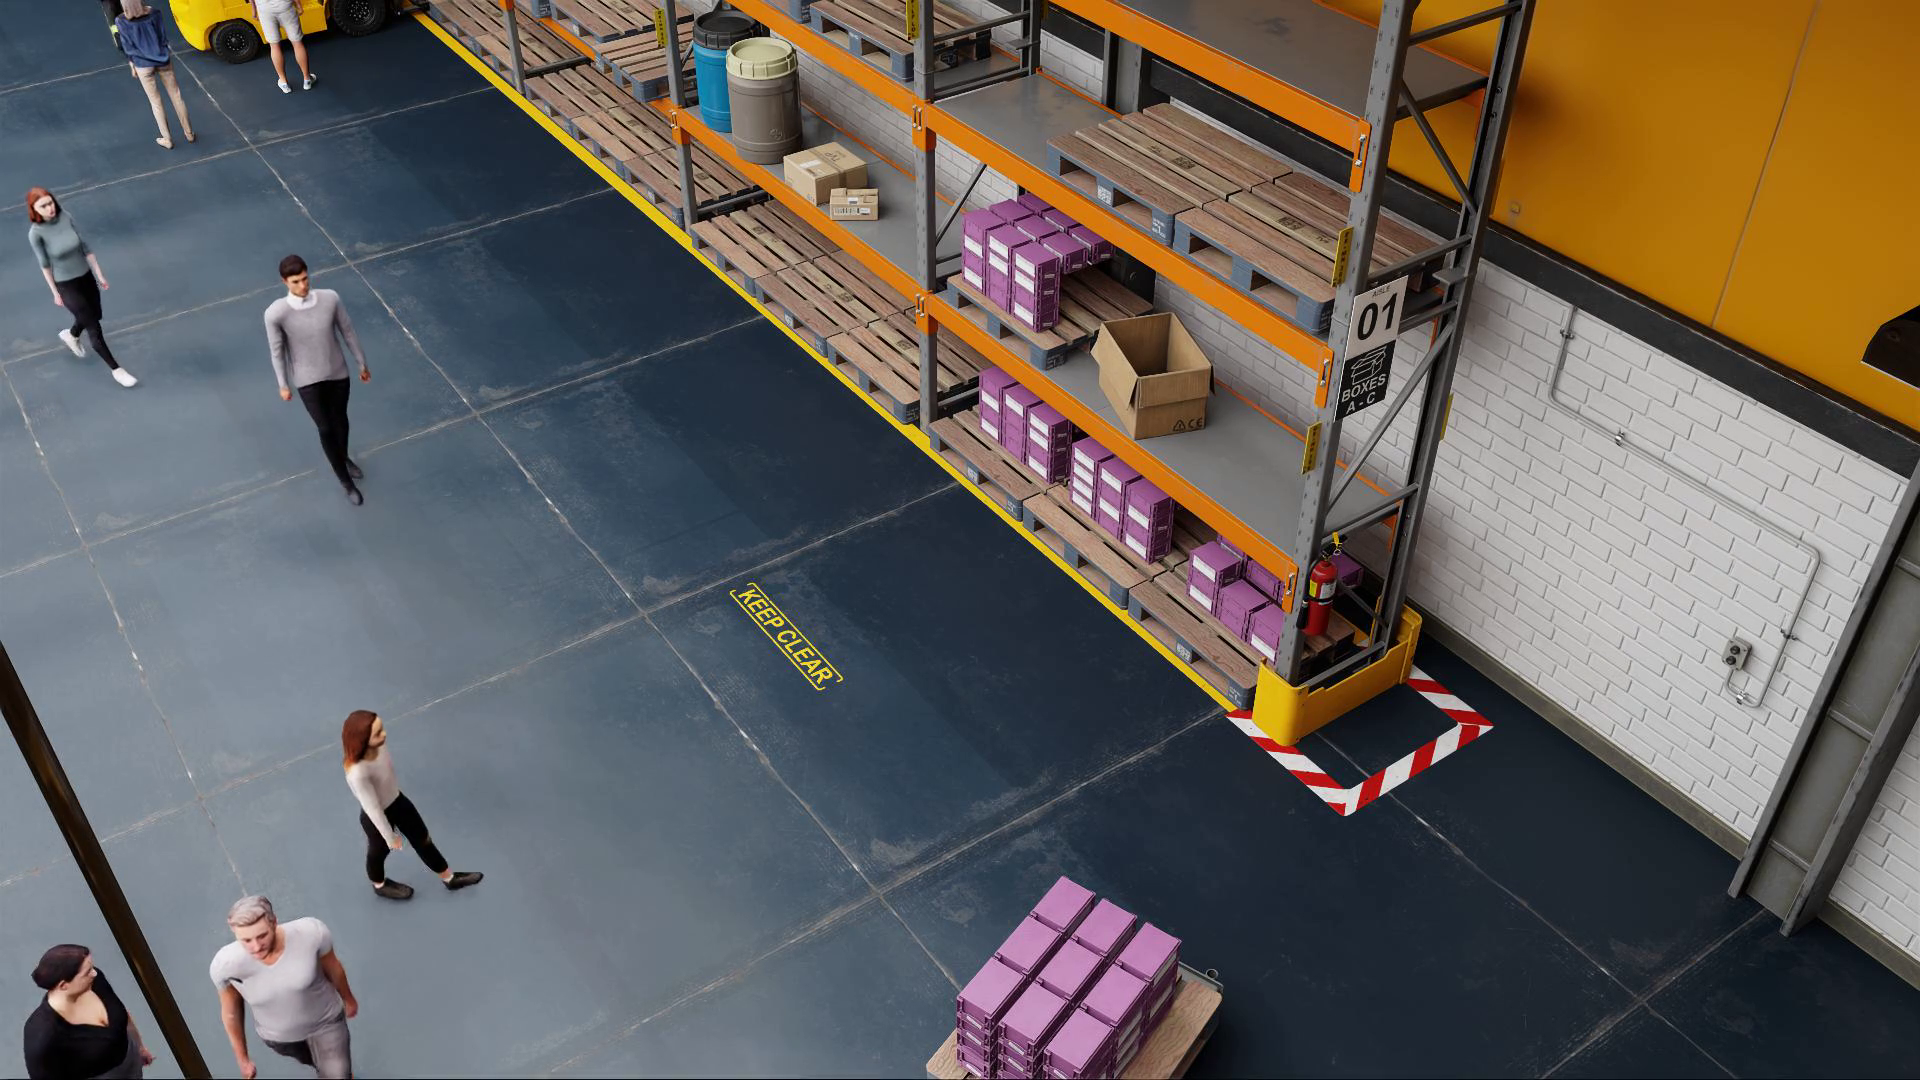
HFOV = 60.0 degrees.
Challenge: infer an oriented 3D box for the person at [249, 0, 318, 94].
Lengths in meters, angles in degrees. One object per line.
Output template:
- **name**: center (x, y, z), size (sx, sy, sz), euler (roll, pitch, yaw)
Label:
- **person**: center (-7.370, -5.751, 17.890), size (0.738, 1.854, 0.649), euler (-13, 41, -16)

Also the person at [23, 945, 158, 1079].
- **person**: center (-4.054, 2.497, 7.667), size (0.963, 1.722, 0.901), euler (6, 39, 8)

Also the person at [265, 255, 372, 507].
- **person**: center (-4.736, -1.259, 12.227), size (0.830, 1.901, 0.972), euler (-29, 47, -31)

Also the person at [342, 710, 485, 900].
- **person**: center (-3.242, 1.485, 9.145), size (0.937, 1.460, 0.909), euler (2, 39, 3)

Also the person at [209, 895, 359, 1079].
- **person**: center (-3.165, 2.240, 7.948), size (0.894, 1.773, 1.262), euler (-14, 41, -17)

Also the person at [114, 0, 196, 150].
- **person**: center (-8.170, -4.817, 16.845), size (0.637, 1.698, 0.598), euler (-30, 47, -32)

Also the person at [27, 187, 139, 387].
- **person**: center (-7.145, -2.060, 13.370), size (1.126, 1.725, 0.911), euler (18, 42, 21)
